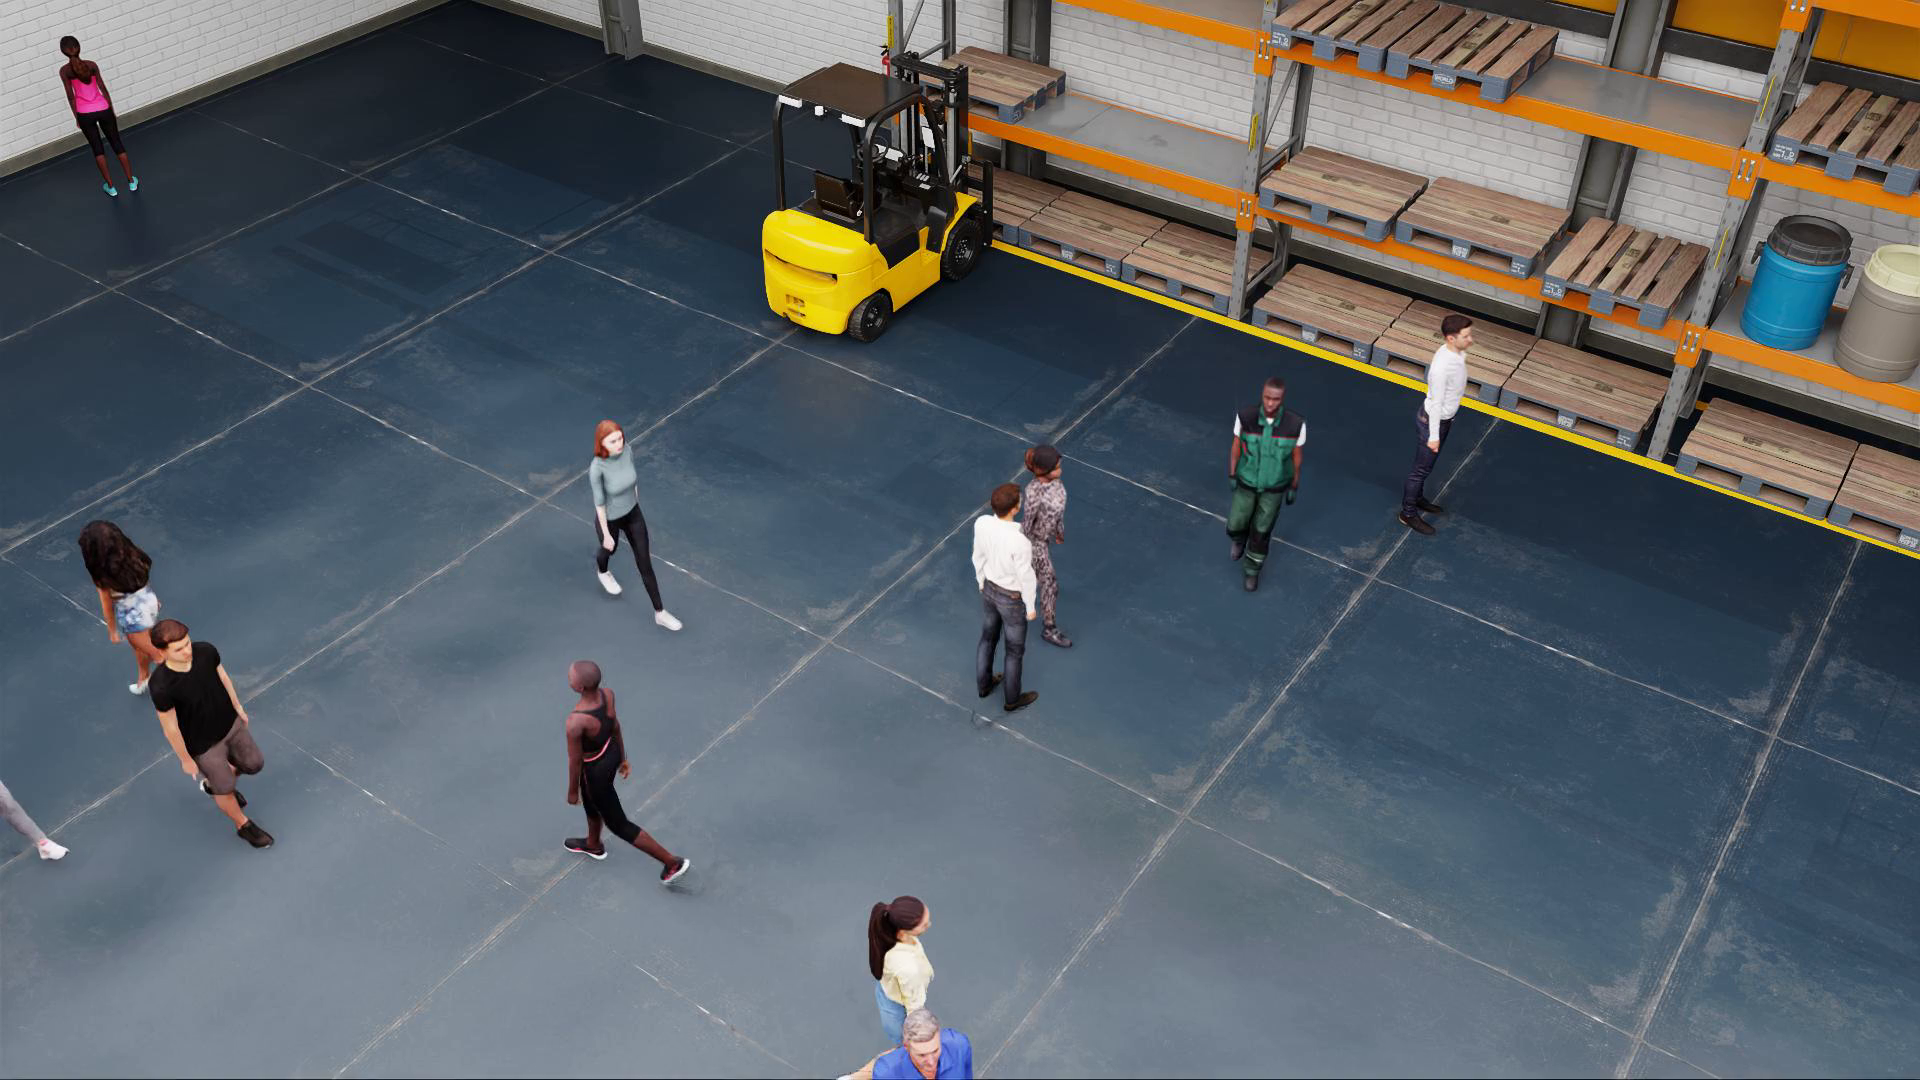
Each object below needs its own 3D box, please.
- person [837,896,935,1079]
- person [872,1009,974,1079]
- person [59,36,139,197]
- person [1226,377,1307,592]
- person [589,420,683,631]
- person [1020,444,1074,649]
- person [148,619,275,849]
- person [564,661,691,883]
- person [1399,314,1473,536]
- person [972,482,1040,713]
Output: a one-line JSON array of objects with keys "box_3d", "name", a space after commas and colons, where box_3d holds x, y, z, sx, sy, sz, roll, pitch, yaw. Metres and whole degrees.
[{"box_3d": [-0.371, 2.487, 8.852, 0.965, 1.619, 0.953, -17, 42, -20], "name": "person"}, {"box_3d": [-0.182, 2.892, 8.178, 0.791, 1.828, 0.741, -19, 42, -22], "name": "person"}, {"box_3d": [-9.092, -4.467, 17.477, 0.640, 1.722, 0.662, -21, 43, -24], "name": "person"}, {"box_3d": [2.260, -0.474, 12.394, 0.845, 1.827, 0.895, 7, 39, 9], "name": "person"}, {"box_3d": [-2.538, -0.158, 12.110, 1.196, 1.688, 0.688, 29, 47, 31], "name": "person"}, {"box_3d": [0.513, -0.013, 11.927, 0.914, 1.688, 0.624, 17, 42, 20], "name": "person"}, {"box_3d": [-4.725, 1.157, 10.333, 0.891, 1.850, 0.758, 16, 41, 19], "name": "person"}, {"box_3d": [-2.093, 1.447, 10.069, 1.213, 1.727, 0.824, 11, 40, 13], "name": "person"}, {"box_3d": [3.698, -0.941, 12.945, 0.622, 1.869, 0.645, 18, 42, 21], "name": "person"}, {"box_3d": [0.299, 0.389, 11.278, 0.508, 1.871, 0.738, 29, 47, 31], "name": "person"}]
